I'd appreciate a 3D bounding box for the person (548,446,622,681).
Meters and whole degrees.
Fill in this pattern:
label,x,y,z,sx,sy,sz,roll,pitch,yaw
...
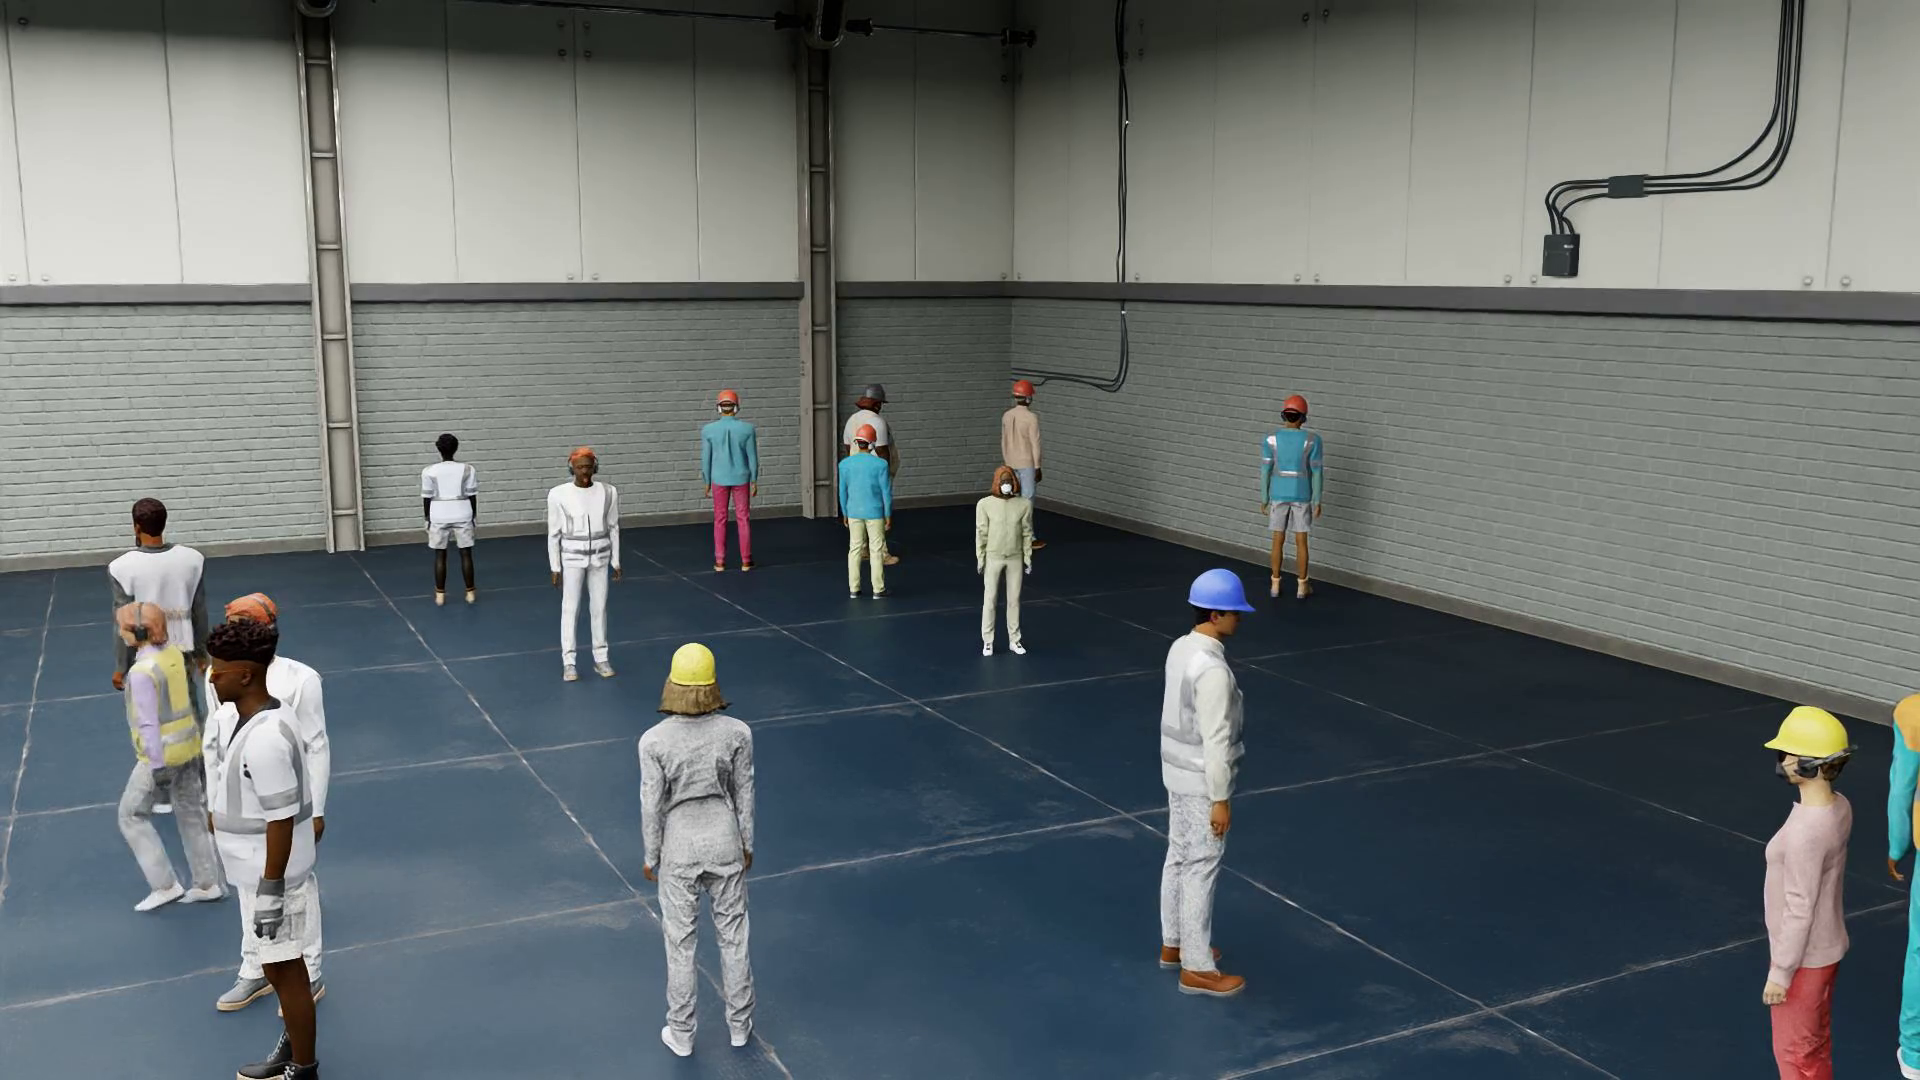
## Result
label,x,y,z,sx,sy,sz,roll,pitch,yaw
person,-3.012,0.185,13.371,0.584,1.882,0.337,-5,10,-27

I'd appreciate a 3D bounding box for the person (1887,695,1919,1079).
label,x,y,z,sx,sy,sz,roll,pitch,yaw
person,4.024,1.262,6.648,0.587,1.914,0.391,7,12,38

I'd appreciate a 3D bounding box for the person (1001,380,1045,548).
label,x,y,z,sx,sy,sz,roll,pitch,yaw
person,0.747,-0.892,19.656,0.371,1.997,0.622,-8,12,-40

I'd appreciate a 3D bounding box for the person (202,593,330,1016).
label,x,y,z,sx,sy,sz,roll,pitch,yaw
person,-3.068,1.162,7.345,0.584,1.883,0.345,2,9,13

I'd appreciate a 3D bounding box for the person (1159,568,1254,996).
label,x,y,z,sx,sy,sz,roll,pitch,yaw
person,1.121,1.089,7.608,0.409,1.943,0.615,-1,9,-8

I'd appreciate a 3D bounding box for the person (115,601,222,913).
label,x,y,z,sx,sy,sz,roll,pitch,yaw
person,-4.072,1.110,8.482,0.511,1.624,0.509,0,9,0

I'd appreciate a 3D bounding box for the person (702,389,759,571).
label,x,y,z,sx,sy,sz,roll,pitch,yaw
person,-2.504,-0.648,18.179,0.608,1.990,0.385,-1,9,-4

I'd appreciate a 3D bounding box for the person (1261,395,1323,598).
label,x,y,z,sx,sy,sz,roll,pitch,yaw
person,3.333,-0.438,16.718,0.611,2.042,0.395,4,10,21

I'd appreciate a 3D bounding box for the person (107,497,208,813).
label,x,y,z,sx,sy,sz,roll,pitch,yaw
person,-4.847,0.697,10.109,0.376,1.917,0.600,6,11,33

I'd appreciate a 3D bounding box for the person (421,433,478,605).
label,x,y,z,sx,sy,sz,roll,pitch,yaw
person,-5.003,-0.200,16.345,0.536,1.692,0.319,-3,10,-19

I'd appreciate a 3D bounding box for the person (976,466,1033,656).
label,x,y,z,sx,sy,sz,roll,pitch,yaw
person,0.380,0.175,14.202,0.500,1.633,0.279,-2,9,-13

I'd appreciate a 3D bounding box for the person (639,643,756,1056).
label,x,y,z,sx,sy,sz,roll,pitch,yaw
person,-1.098,1.290,6.990,0.483,1.745,0.299,-3,10,-18

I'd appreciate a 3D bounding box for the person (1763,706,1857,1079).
label,x,y,z,sx,sy,sz,roll,pitch,yaw
person,2.966,1.457,5.898,0.312,1.768,0.530,7,12,37

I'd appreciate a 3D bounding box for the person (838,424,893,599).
label,x,y,z,sx,sy,sz,roll,pitch,yaw
person,-0.930,-0.284,16.659,0.563,1.752,0.324,3,10,17

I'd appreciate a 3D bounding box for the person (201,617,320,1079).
label,x,y,z,sx,sy,sz,roll,pitch,yaw
person,-2.698,1.264,6.470,0.362,1.963,0.614,-4,10,-23

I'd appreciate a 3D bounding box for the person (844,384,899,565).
label,x,y,z,sx,sy,sz,roll,pitch,yaw
person,-0.954,-0.748,18.639,0.537,2.000,0.678,-8,12,-39
